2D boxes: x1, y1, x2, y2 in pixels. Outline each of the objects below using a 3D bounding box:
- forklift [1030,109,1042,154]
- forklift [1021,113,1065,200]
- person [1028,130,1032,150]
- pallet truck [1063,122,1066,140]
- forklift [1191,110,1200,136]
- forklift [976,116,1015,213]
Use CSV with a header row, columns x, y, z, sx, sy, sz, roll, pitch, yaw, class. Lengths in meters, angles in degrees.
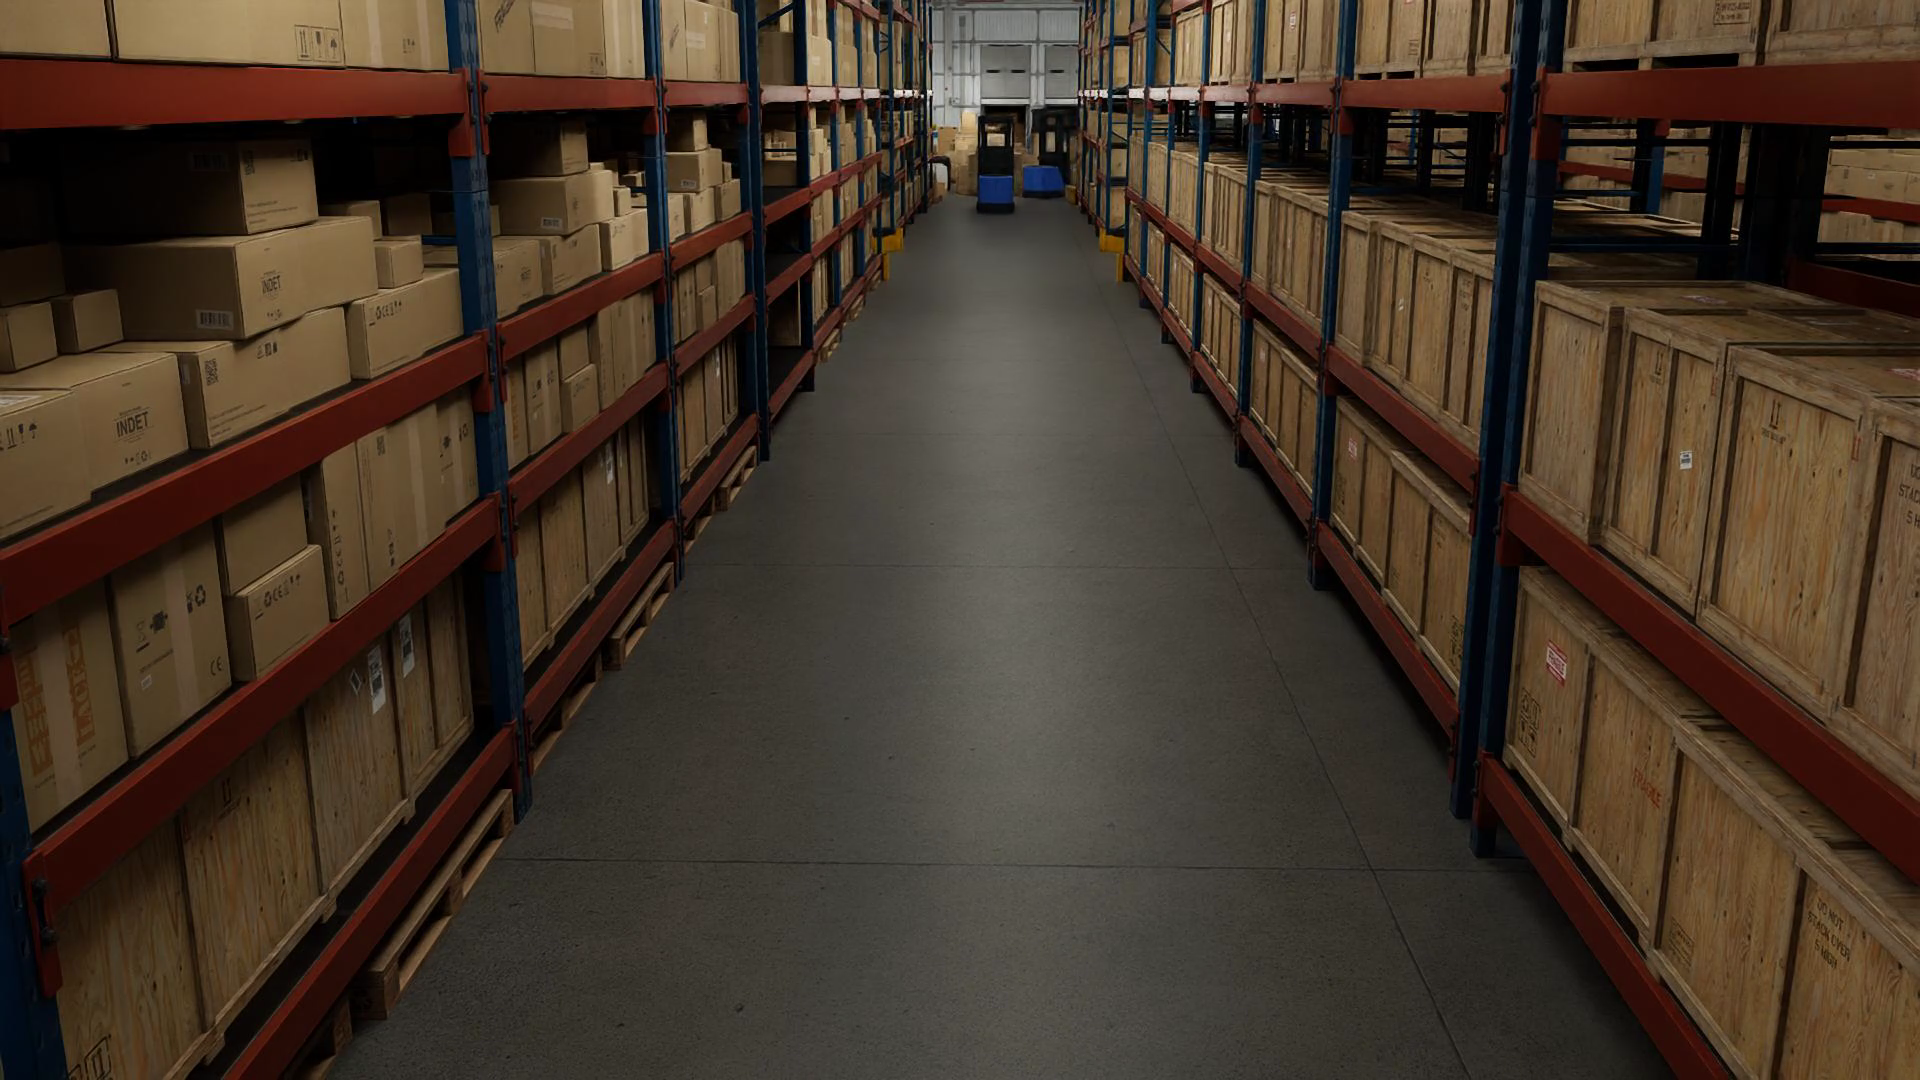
x,y,z,sx,sy,sz,roll,pitch,yaw,class
3.239,-16.823,70.386,1.873,2.768,1.129,4,15,13,forklift
3.010,-12.820,55.491,1.873,2.768,1.129,-14,20,-42,forklift
3.402,-18.036,76.696,0.627,1.934,0.370,-5,16,-19,person
5.788,-21.111,88.014,1.885,1.965,0.823,5,16,18,pallet truck
9.373,-15.572,65.728,1.873,2.768,1.129,6,16,21,forklift
1.062,-11.171,49.356,1.129,2.768,1.873,0,15,1,forklift
